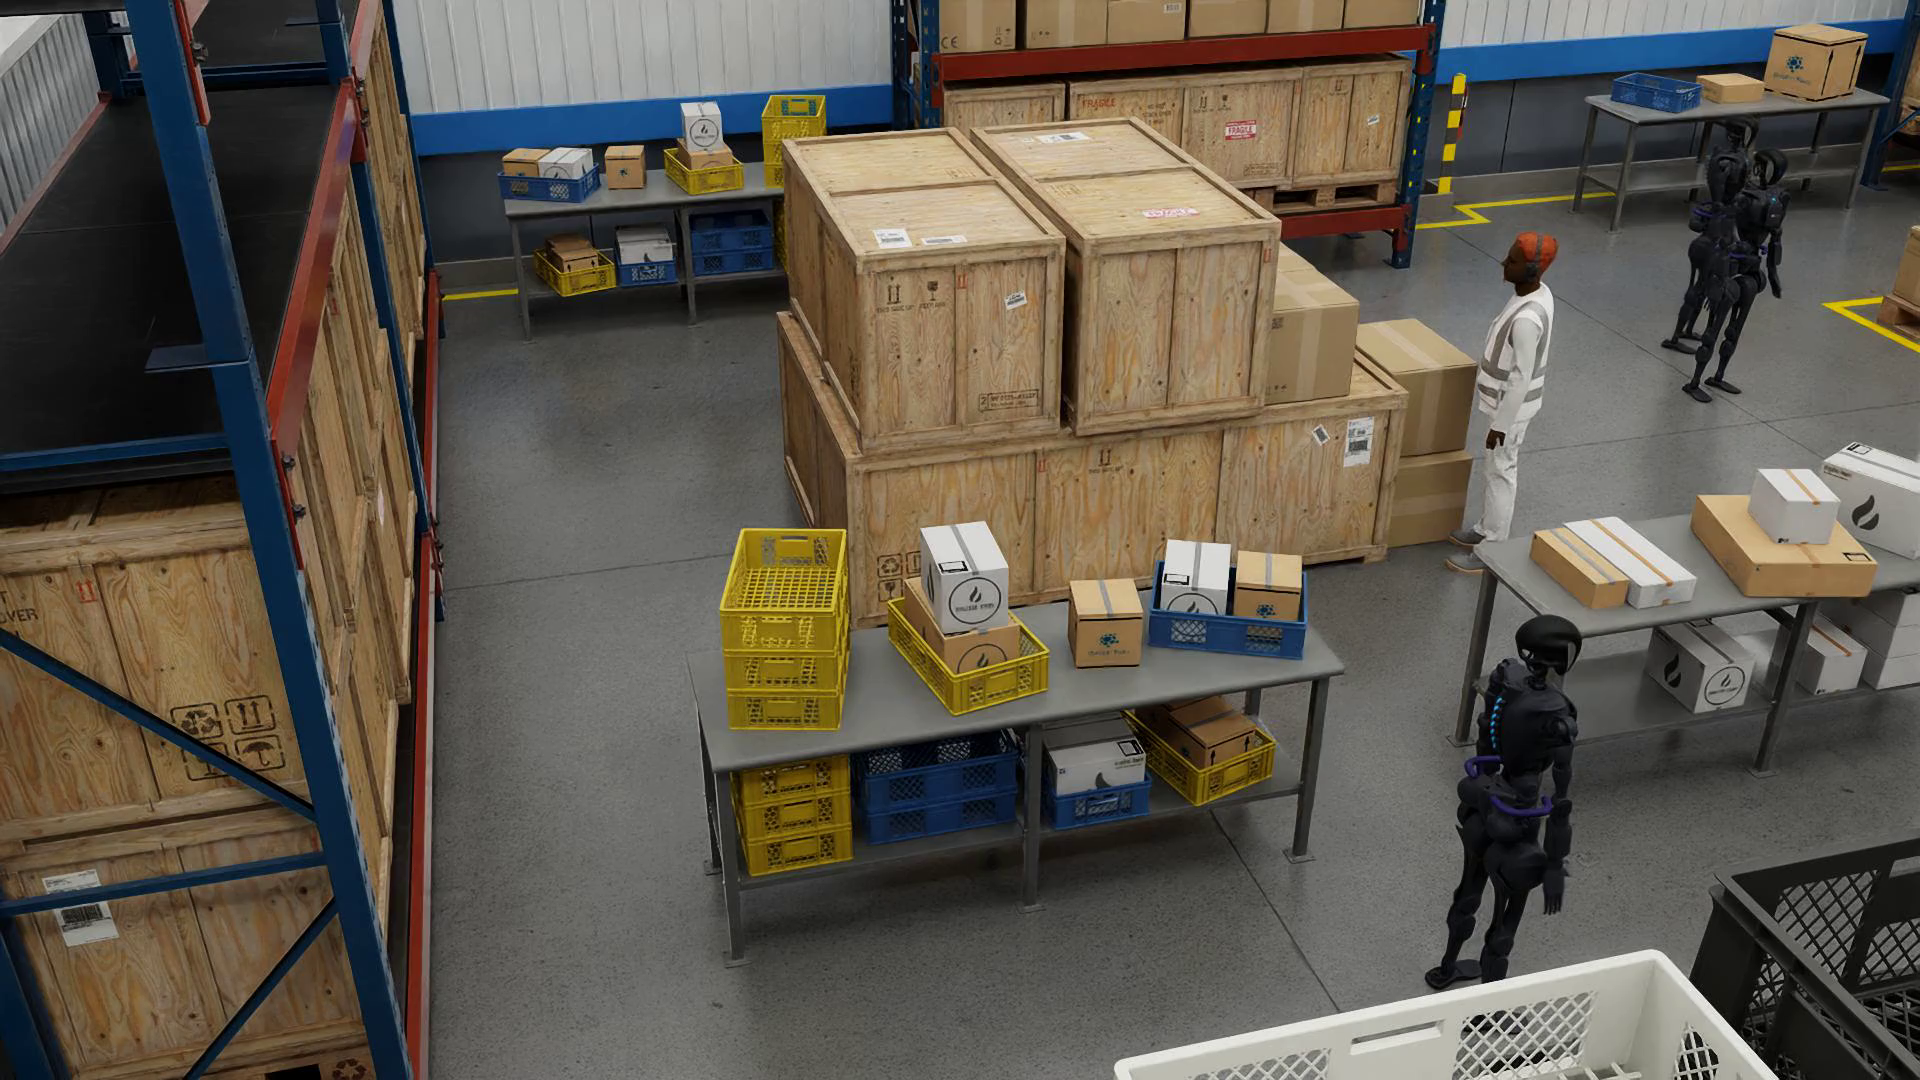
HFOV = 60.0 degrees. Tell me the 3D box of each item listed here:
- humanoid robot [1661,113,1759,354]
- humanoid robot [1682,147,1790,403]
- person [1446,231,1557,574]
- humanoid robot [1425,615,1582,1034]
[{"bbox_3d":[5.232,-2.124,11.503,0.317,1.654,0.579,21,35,34],"label":"humanoid robot"},{"bbox_3d":[5.061,-1.710,10.747,0.586,1.657,0.327,-14,32,-24],"label":"humanoid robot"},{"bbox_3d":[2.858,-0.707,8.727,0.356,1.884,0.573,9,30,16],"label":"person"},{"bbox_3d":[1.947,0.983,5.858,0.326,1.657,0.596,-6,29,-11],"label":"humanoid robot"}]
